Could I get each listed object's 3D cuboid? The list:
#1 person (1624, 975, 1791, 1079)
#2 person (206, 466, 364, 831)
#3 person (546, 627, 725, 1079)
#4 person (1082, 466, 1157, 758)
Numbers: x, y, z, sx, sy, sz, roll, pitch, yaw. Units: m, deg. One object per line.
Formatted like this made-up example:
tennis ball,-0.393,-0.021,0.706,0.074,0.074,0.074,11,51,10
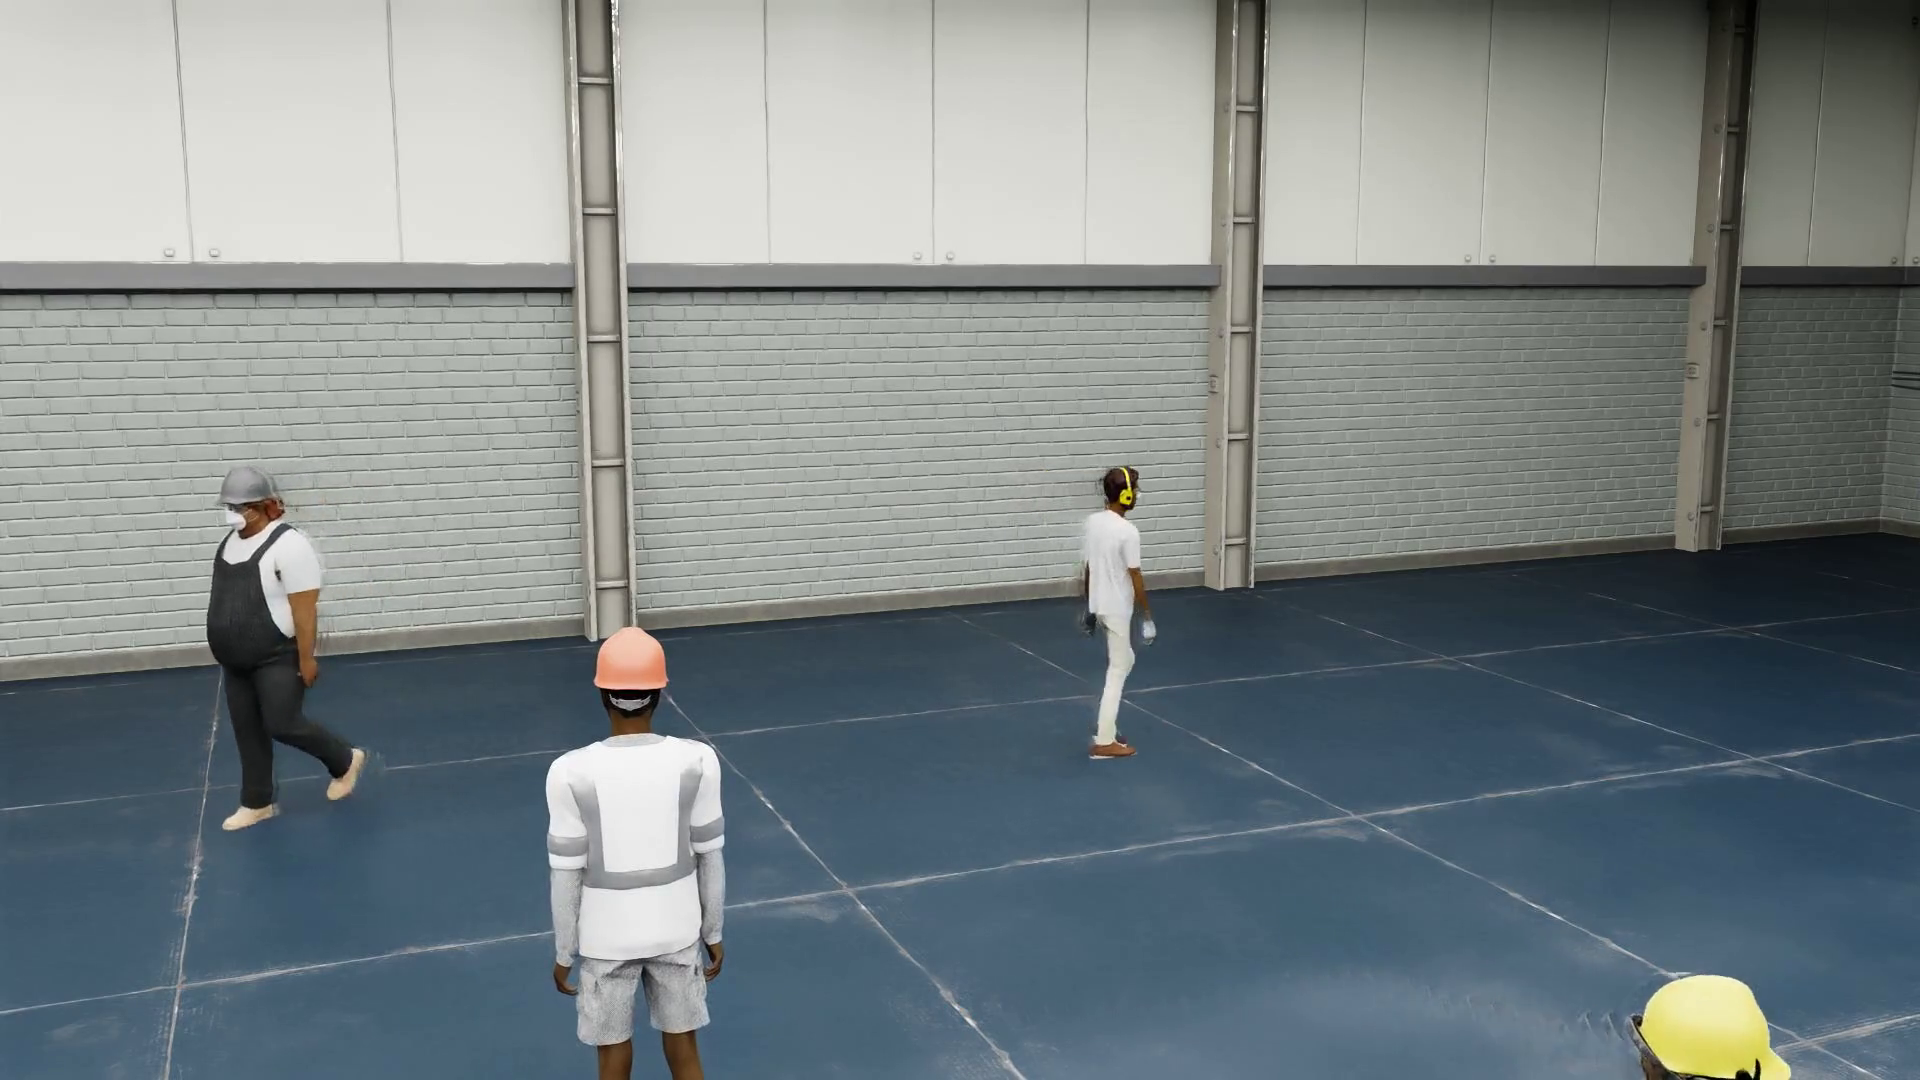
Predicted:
person,1.266,1.655,3.271,0.782,1.736,0.532,1,9,8
person,-3.781,0.562,9.186,0.691,2.000,0.740,6,11,32
person,-1.024,1.235,5.286,0.550,1.935,0.376,-3,10,-19
person,1.031,0.460,10.436,0.480,1.849,0.534,-4,10,-26
